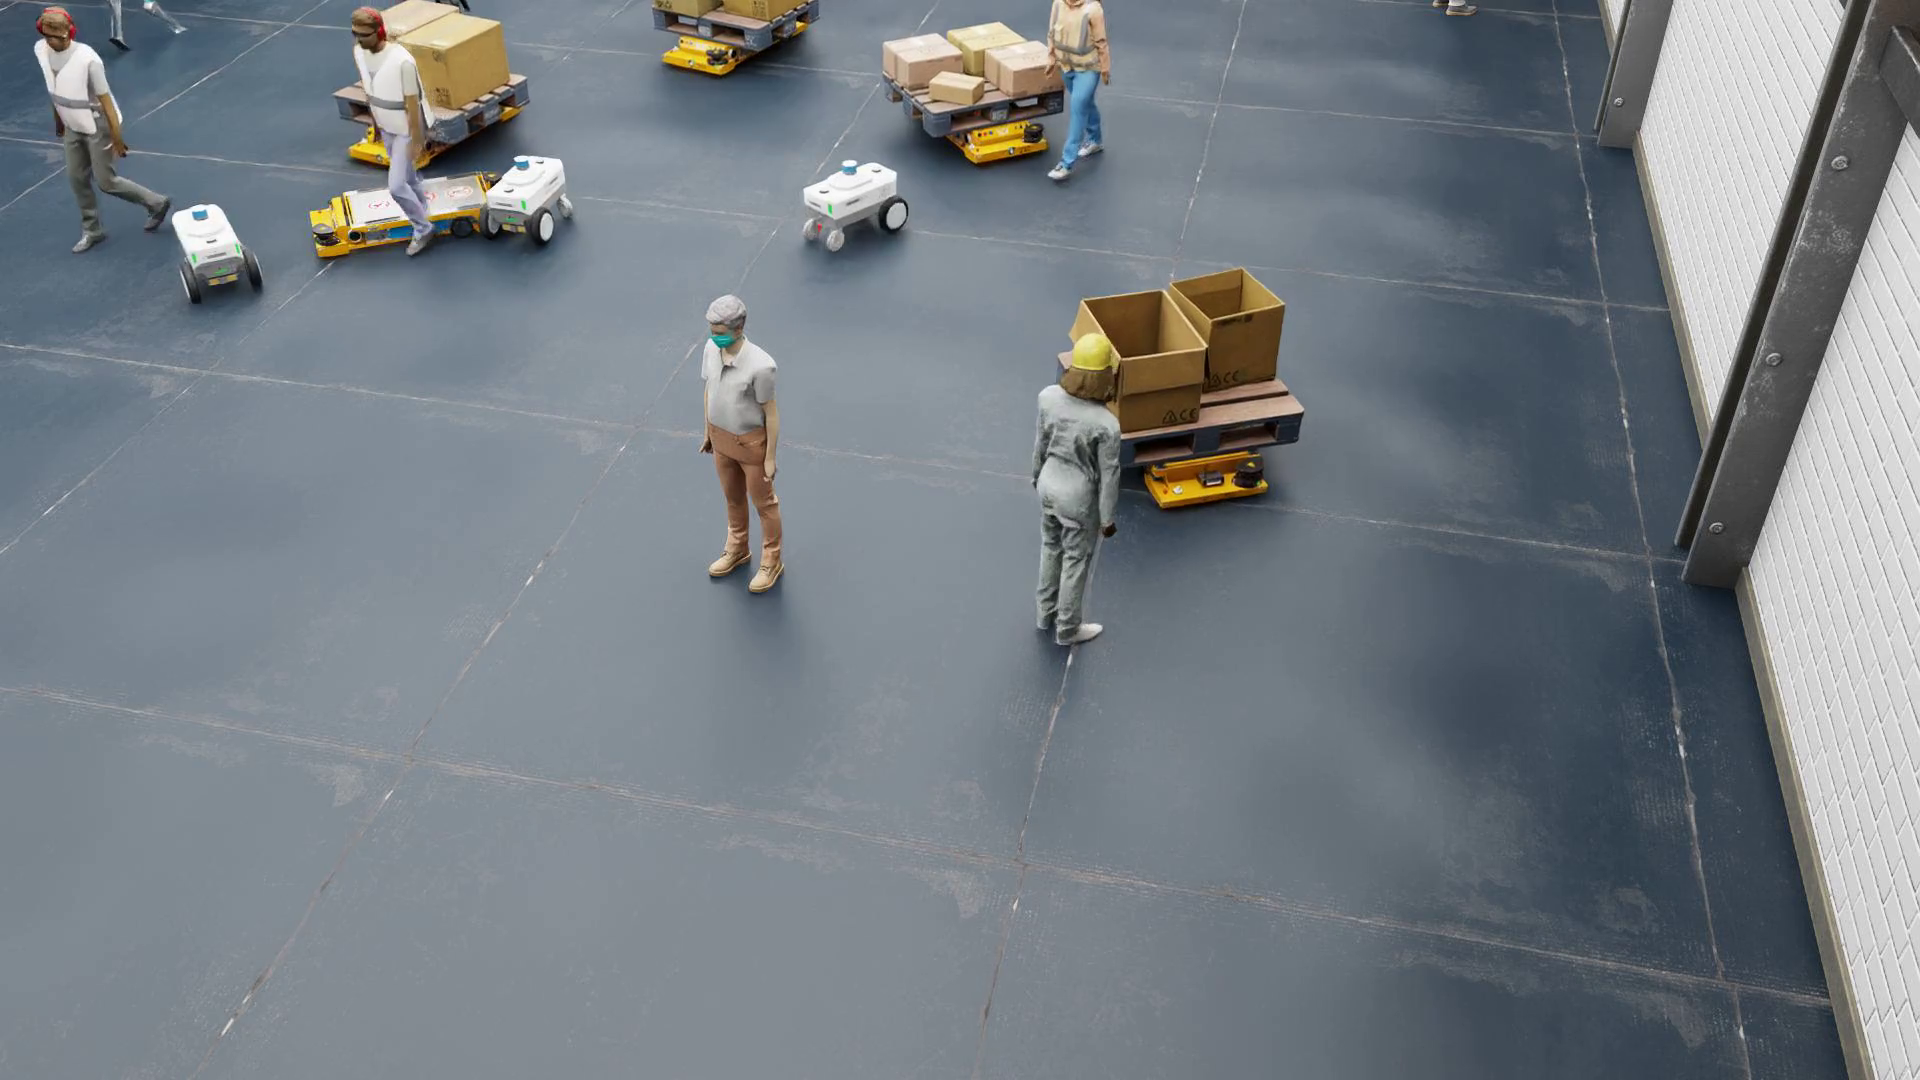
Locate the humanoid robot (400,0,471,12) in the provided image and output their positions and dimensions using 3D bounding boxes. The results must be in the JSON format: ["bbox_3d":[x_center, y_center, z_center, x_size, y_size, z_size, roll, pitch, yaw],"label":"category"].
[{"bbox_3d":[-4.562,-4.690,14.328,0.616,1.644,0.546,-23,42,-28],"label":"humanoid robot"}]

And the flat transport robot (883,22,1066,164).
[{"bbox_3d":[0.107,-3.559,13.982,0.659,0.231,1.431,-16,40,-21],"label":"flat transport robot"}]

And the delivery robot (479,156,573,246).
[{"bbox_3d":[-3.228,-2.557,12.399,0.518,0.592,0.763,8,38,11],"label":"delivery robot"}]

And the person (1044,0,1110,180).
[{"bbox_3d":[0.921,-3.714,13.011,0.495,1.671,0.875,30,46,34],"label":"person"}]

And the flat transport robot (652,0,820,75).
[{"bbox_3d":[-2.076,-4.699,15.506,0.659,0.231,1.431,19,41,23],"label":"flat transport robot"}]

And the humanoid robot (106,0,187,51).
[{"bbox_3d":[-7.638,-5.335,15.167,0.530,1.780,0.998,13,39,17],"label":"humanoid robot"}]

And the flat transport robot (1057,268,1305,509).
[{"bbox_3d":[1.291,-0.694,10.147,0.659,0.231,1.431,-9,38,-12],"label":"flat transport robot"}]

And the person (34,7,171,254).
[{"bbox_3d":[-6.219,-2.964,11.899,0.668,1.805,0.678,19,41,23],"label":"person"}]

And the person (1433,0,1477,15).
[{"bbox_3d":[4.860,-5.995,15.895,0.356,1.882,0.573,-10,38,-13],"label":"person"}]

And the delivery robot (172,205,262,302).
[{"bbox_3d":[-5.276,-2.048,11.736,0.516,0.614,0.785,-20,41,-24],"label":"delivery robot"}]

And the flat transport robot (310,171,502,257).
[{"bbox_3d":[-4.120,-2.455,12.504,1.431,0.231,0.659,-13,39,-17],"label":"flat transport robot"}]

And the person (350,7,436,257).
[{"bbox_3d":[-3.995,-2.883,11.787,0.610,1.813,0.585,25,43,29],"label":"person"}]

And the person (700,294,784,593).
[{"bbox_3d":[-1.142,-0.503,8.665,0.480,1.738,0.320,22,42,26],"label":"person"}]

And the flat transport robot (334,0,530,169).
[{"bbox_3d":[-4.354,-3.474,13.868,0.659,0.231,1.431,16,40,21],"label":"flat transport robot"}]

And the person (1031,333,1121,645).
[{"bbox_3d":[0.589,-0.235,8.321,0.532,1.718,0.389,27,45,32],"label":"person"}]

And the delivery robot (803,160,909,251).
[{"bbox_3d":[-0.798,-2.525,12.363,0.802,0.600,0.499,-30,46,-34],"label":"delivery robot"}]
